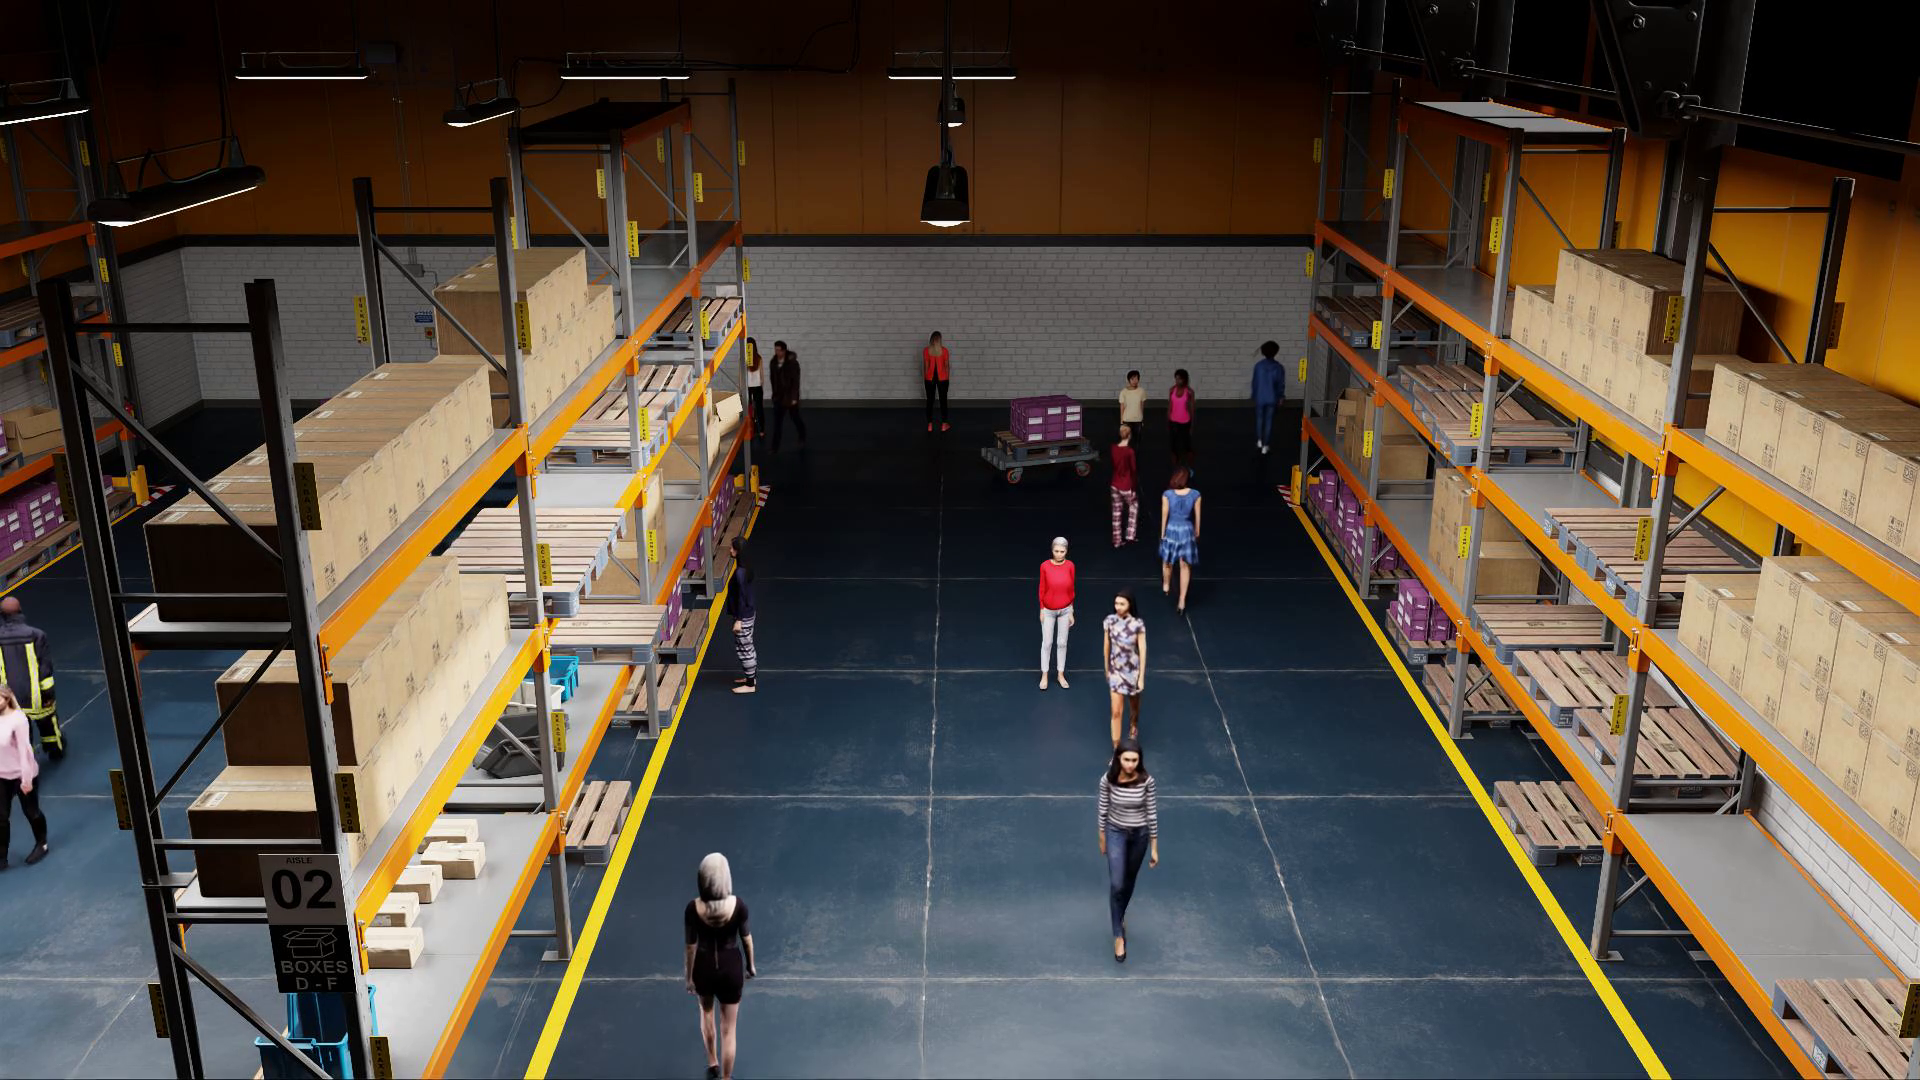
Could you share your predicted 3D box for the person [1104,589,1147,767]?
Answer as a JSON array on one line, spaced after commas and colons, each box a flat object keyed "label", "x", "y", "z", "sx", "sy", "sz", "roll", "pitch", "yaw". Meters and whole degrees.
[{"label": "person", "x": 1.649, "y": 1.287, "z": 16.248, "sx": 0.816, "sy": 1.689, "sz": 1.218, "roll": 5, "pitch": 19, "yaw": 14}]

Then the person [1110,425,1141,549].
[{"label": "person", "x": 2.131, "y": -0.705, "z": 22.166, "sx": 0.789, "sy": 1.687, "sz": 0.846, "roll": 13, "pitch": 23, "yaw": 34}]

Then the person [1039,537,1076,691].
[{"label": "person", "x": 1.029, "y": 0.764, "z": 17.787, "sx": 0.567, "sy": 1.697, "sz": 0.556, "roll": -2, "pitch": 19, "yaw": -6}]

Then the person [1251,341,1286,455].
[{"label": "person", "x": 4.893, "y": -2.262, "z": 26.622, "sx": 0.829, "sy": 1.794, "sz": 0.895, "roll": 7, "pitch": 20, "yaw": 20}]

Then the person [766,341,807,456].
[{"label": "person", "x": -2.733, "y": -2.290, "z": 26.710, "sx": 1.121, "sy": 1.791, "sz": 1.351, "roll": 9, "pitch": 20, "yaw": 24}]

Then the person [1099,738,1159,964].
[{"label": "person", "x": 1.305, "y": 2.336, "z": 13.011, "sx": 0.591, "sy": 1.767, "sz": 0.859, "roll": -1, "pitch": 19, "yaw": -2}]

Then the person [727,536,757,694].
[{"label": "person", "x": -2.305, "y": 0.779, "z": 17.685, "sx": 0.663, "sy": 1.734, "sz": 0.446, "roll": 0, "pitch": 19, "yaw": 1}]

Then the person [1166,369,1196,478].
[{"label": "person", "x": 3.366, "y": -1.782, "z": 25.358, "sx": 0.691, "sy": 1.691, "sz": 0.721, "roll": 5, "pitch": 19, "yaw": 14}]

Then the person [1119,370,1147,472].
[{"label": "person", "x": 2.652, "y": -1.847, "z": 25.716, "sx": 0.623, "sy": 1.586, "sz": 0.528, "roll": -3, "pitch": 19, "yaw": -10}]

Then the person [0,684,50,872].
[{"label": "person", "x": -8.032, "y": 1.975, "z": 14.233, "sx": 0.720, "sy": 1.671, "sz": 0.895, "roll": 4, "pitch": 19, "yaw": 12}]

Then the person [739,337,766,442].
[{"label": "person", "x": -3.421, "y": -2.495, "z": 27.427, "sx": 0.641, "sy": 1.722, "sz": 0.630, "roll": -8, "pitch": 20, "yaw": -23}]

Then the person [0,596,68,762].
[{"label": "person", "x": -8.814, "y": 1.446, "z": 15.636, "sx": 0.955, "sy": 1.778, "sz": 1.297, "roll": -5, "pitch": 19, "yaw": -15}]

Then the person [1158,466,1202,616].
[{"label": "person", "x": 2.628, "y": 0.042, "z": 19.829, "sx": 0.666, "sy": 1.763, "sz": 1.060, "roll": 1, "pitch": 19, "yaw": 2}]

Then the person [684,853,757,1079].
[{"label": "person", "x": -1.610, "y": 2.962, "z": 11.078, "sx": 0.665, "sy": 1.814, "sz": 0.742, "roll": -2, "pitch": 19, "yaw": -6}]

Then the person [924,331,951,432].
[{"label": "person", "x": -0.394, "y": -2.685, "z": 28.035, "sx": 0.611, "sy": 1.694, "sz": 0.558, "roll": 2, "pitch": 19, "yaw": 6}]
